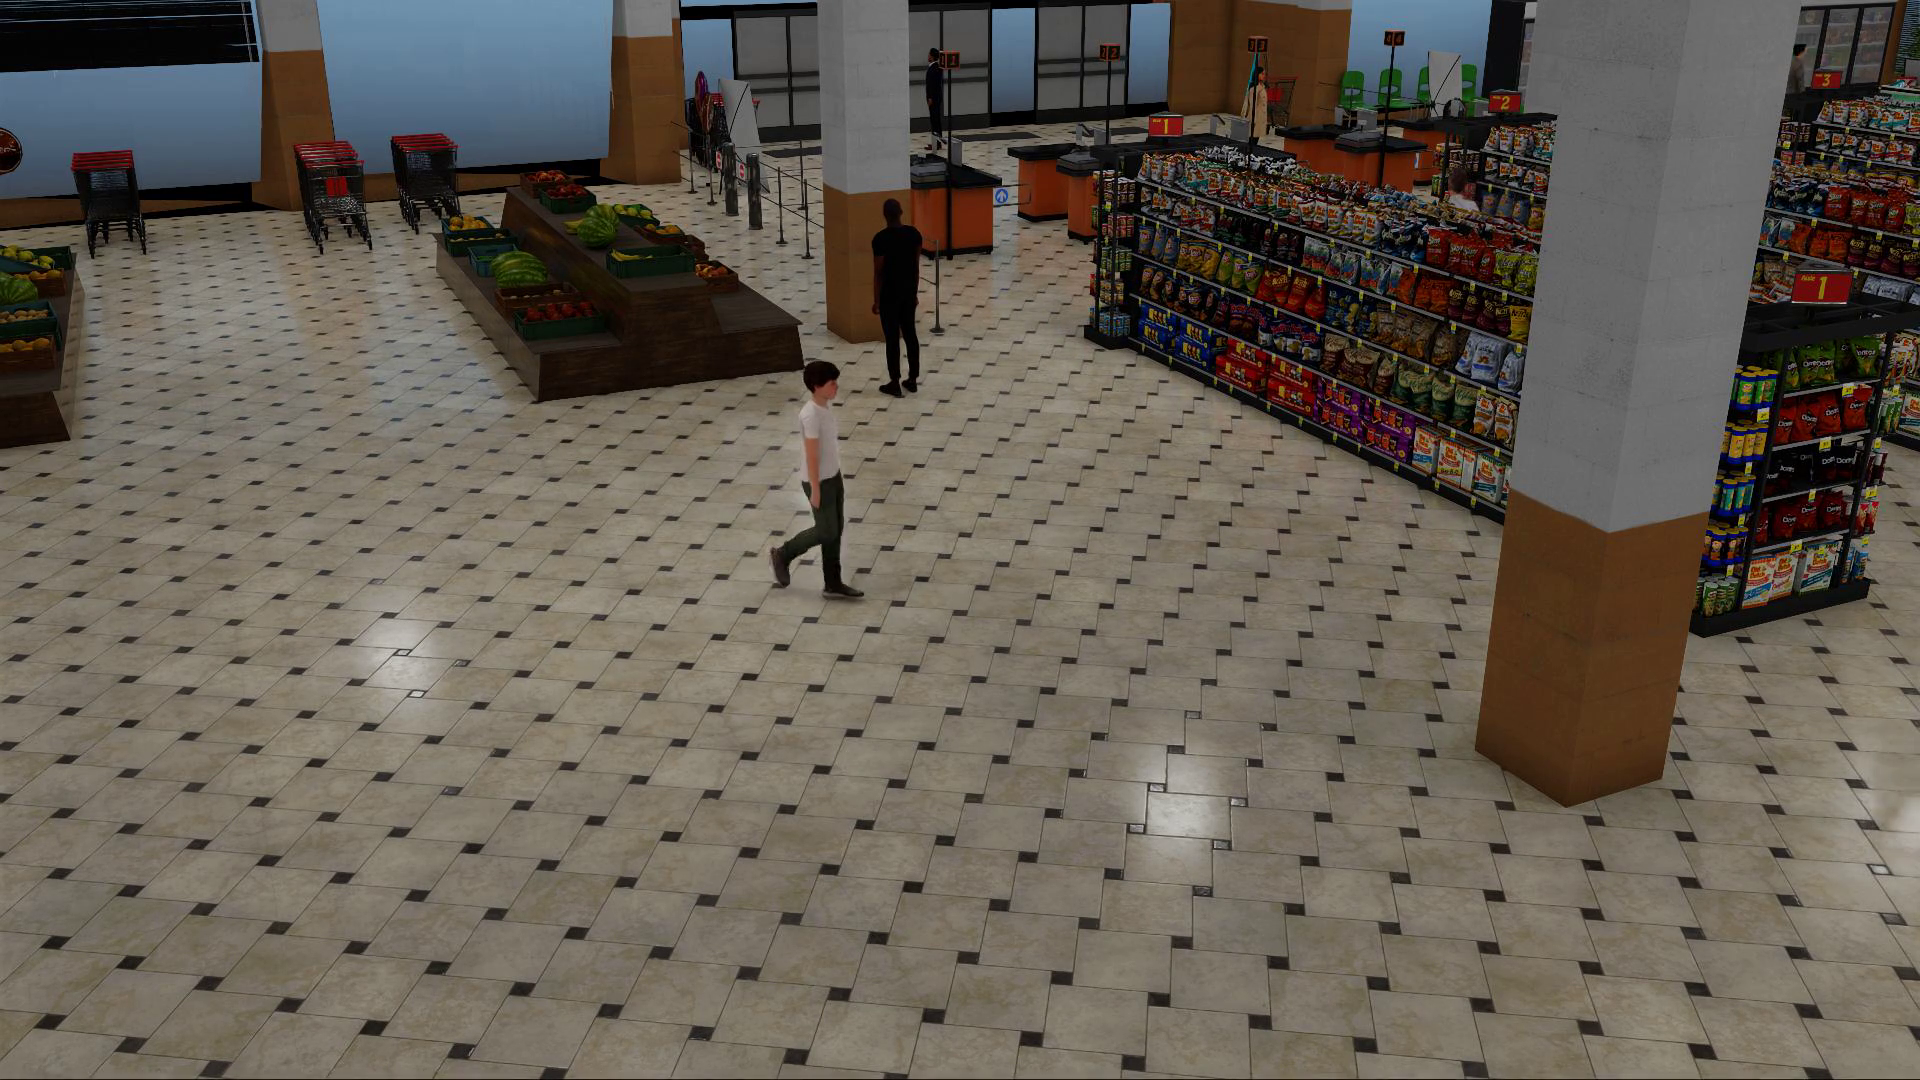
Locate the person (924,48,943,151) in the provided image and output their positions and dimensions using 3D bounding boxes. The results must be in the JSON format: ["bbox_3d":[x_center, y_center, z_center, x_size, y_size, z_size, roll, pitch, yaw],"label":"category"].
[{"bbox_3d":[-0.445,-7.733,29.168,0.768,1.726,0.680,5,22,13],"label":"person"}]

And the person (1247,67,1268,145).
[{"bbox_3d":[4.761,-6.763,26.812,0.731,1.682,0.708,11,24,26],"label":"person"}]

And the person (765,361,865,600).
[{"bbox_3d":[-0.980,-0.380,10.977,0.940,1.644,0.927,4,22,11],"label":"person"}]

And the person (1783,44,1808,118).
[{"bbox_3d":[14.159,-7.550,28.587,1.191,1.818,1.210,4,22,11],"label":"person"}]

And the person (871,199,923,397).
[{"bbox_3d":[-0.575,-2.248,15.394,0.691,1.818,0.603,-13,25,-30],"label":"person"}]

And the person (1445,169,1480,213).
[{"bbox_3d":[5.010,-2.829,16.852,0.848,1.809,1.028,-2,22,-5],"label":"person"}]
